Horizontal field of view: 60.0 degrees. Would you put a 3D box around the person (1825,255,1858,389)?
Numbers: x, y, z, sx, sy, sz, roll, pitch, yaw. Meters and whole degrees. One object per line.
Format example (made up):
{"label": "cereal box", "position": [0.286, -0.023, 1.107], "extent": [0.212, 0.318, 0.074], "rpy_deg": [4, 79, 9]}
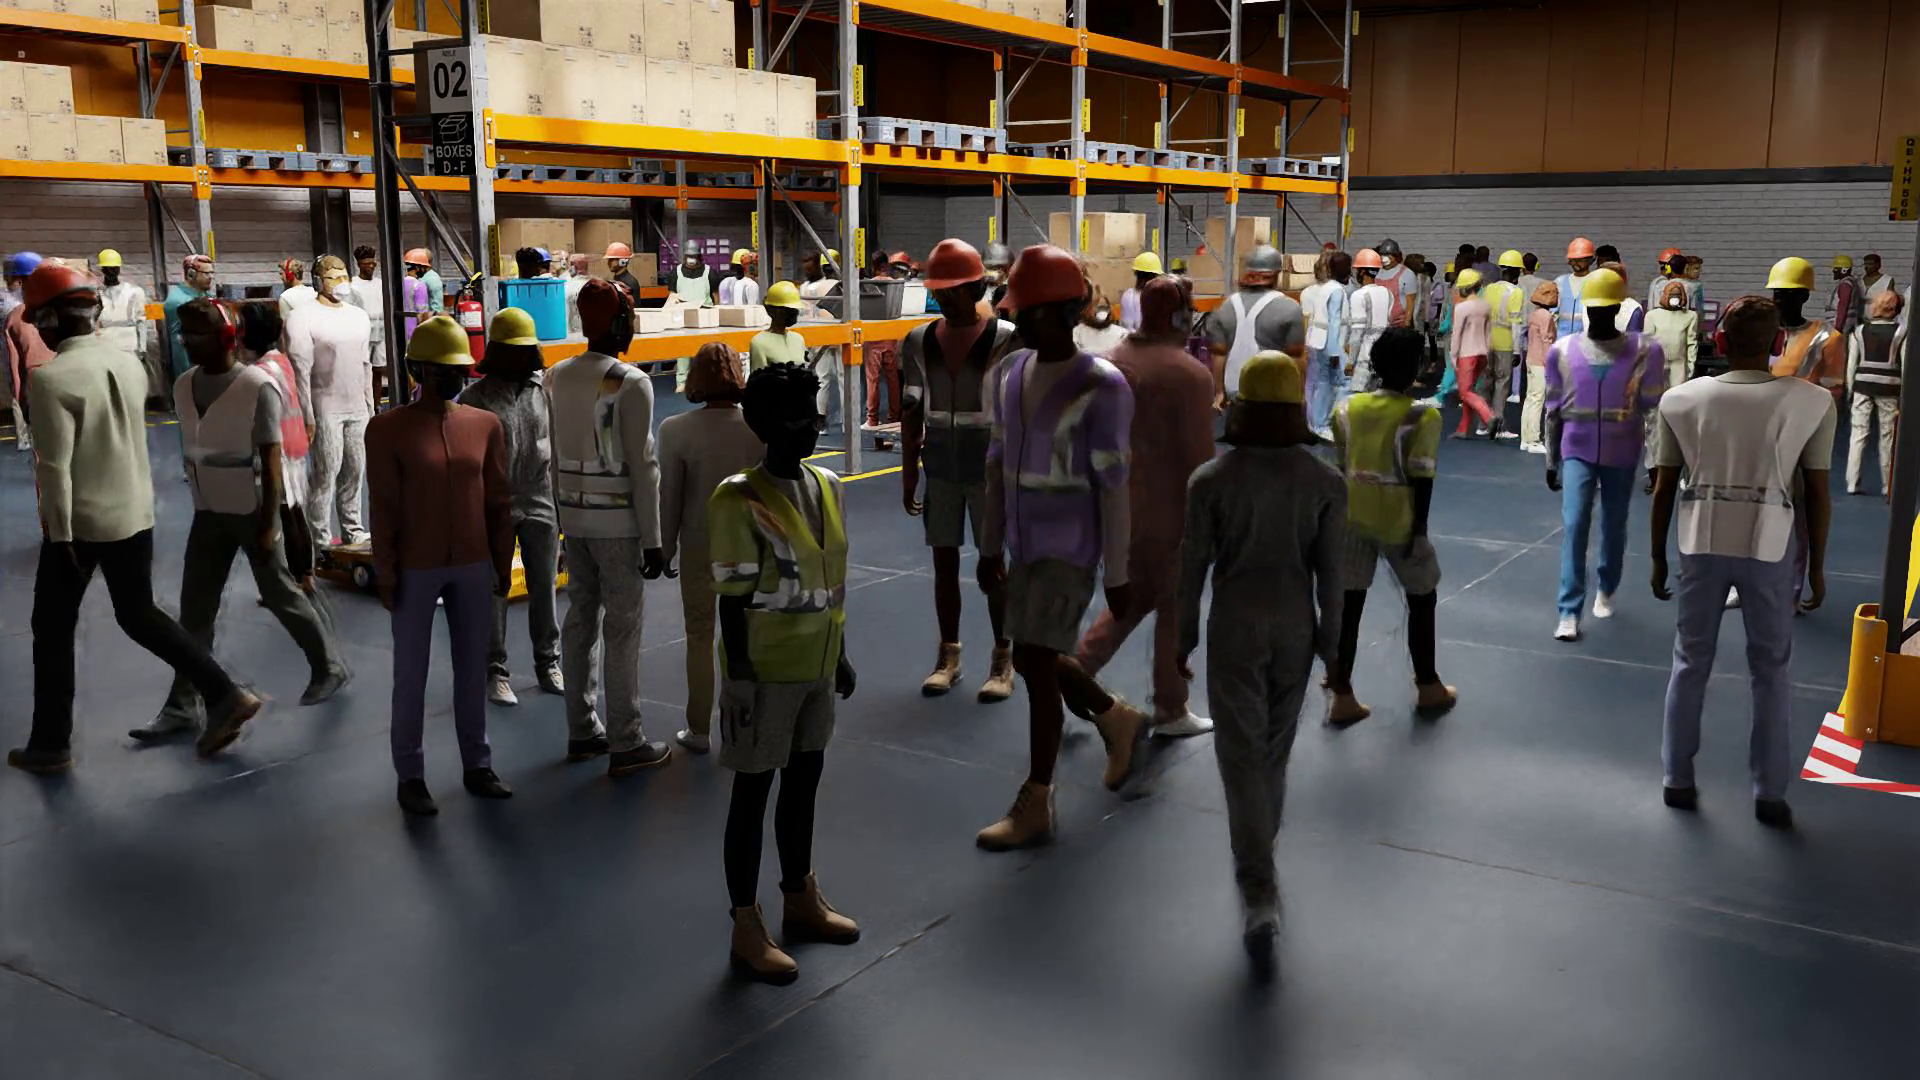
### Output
{"label": "person", "position": [12.020, -2.973, 22.715], "extent": [0.403, 1.825, 0.591], "rpy_deg": [6, 12, 30]}

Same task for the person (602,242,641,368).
{"label": "person", "position": [-3.669, -2.223, 18.071], "extent": [0.381, 1.994, 0.622], "rpy_deg": [-7, 13, -36]}

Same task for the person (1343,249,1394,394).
{"label": "person", "position": [3.739, -1.701, 15.369], "extent": [0.542, 1.927, 0.379], "rpy_deg": [-9, 13, -40]}

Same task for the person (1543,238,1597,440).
{"label": "person", "position": [6.172, -1.990, 16.655], "extent": [0.616, 2.039, 0.386], "rpy_deg": [9, 14, 41]}

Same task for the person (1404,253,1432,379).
{"label": "person", "position": [6.550, -3.247, 24.222], "extent": [0.631, 1.849, 0.474], "rpy_deg": [5, 11, 25]}

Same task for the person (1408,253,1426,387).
{"label": "person", "position": [6.254, -3.048, 23.065], "extent": [0.328, 1.842, 0.514], "rpy_deg": [3, 11, 14]}

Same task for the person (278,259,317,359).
{"label": "person", "position": [-6.500, -1.851, 16.463], "extent": [0.394, 1.836, 0.560], "rpy_deg": [3, 11, 14]}

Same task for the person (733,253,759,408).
{"label": "person", "position": [-2.321, -2.240, 18.479], "extent": [0.354, 1.883, 0.573], "rpy_deg": [-6, 12, -29]}

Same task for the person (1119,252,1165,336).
{"label": "person", "position": [1.627, -1.614, 14.925], "extent": [0.403, 1.918, 0.593], "rpy_deg": [6, 12, 30]}

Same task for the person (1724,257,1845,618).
{"label": "person", "position": [4.403, -0.544, 8.952], "extent": [0.359, 1.930, 0.590], "rpy_deg": [-7, 13, -35]}

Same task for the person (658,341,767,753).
{"label": "person", "position": [-0.946, 0.030, 6.614], "extent": [0.501, 1.627, 0.283], "rpy_deg": [-3, 11, -17]}

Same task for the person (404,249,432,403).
{"label": "person", "position": [-6.140, -2.319, 18.825], "extent": [0.550, 1.923, 0.390], "rpy_deg": [9, 13, 39]}

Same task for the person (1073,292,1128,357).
{"label": "person", "position": [1.099, -1.188, 13.377], "extent": [0.501, 1.620, 0.433], "rpy_deg": [0, 10, -2]}

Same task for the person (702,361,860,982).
{"label": "person", "position": [-0.484, 0.351, 4.640], "extent": [0.319, 1.697, 0.532], "rpy_deg": [6, 12, 32]}

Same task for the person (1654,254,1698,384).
{"label": "person", "position": [8.131, -2.322, 19.004], "extent": [0.509, 1.863, 0.326], "rpy_deg": [1, 10, 3]}

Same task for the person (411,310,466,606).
{"label": "person", "position": [-2.874, -0.458, 9.278], "extent": [0.310, 1.637, 0.521], "rpy_deg": [-5, 11, -25]}

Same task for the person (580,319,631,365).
{"label": "person", "position": [-3.317, -1.598, 15.607], "extent": [0.522, 1.636, 0.311], "rpy_deg": [-8, 13, -39]}

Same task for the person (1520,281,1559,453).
{"label": "person", "position": [5.554, -1.648, 15.887], "extent": [0.279, 1.634, 0.497], "rpy_deg": [1, 10, 4]}

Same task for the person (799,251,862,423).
{"label": "person", "position": [-1.450, -2.206, 18.262], "extent": [0.776, 1.897, 0.531], "rpy_deg": [8, 13, 38]}

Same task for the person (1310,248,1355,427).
{"label": "person", "position": [3.941, -2.134, 17.736], "extent": [0.356, 1.938, 0.638], "rpy_deg": [-4, 11, -20]}

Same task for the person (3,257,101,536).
{"label": "person", "position": [-5.962, -0.919, 11.095], "extent": [0.643, 1.908, 0.408], "rpy_deg": [1, 10, 3]}

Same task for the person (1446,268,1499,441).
{"label": "person", "position": [5.168, -1.835, 16.631], "extent": [0.538, 1.743, 0.693], "rpy_deg": [-7, 12, -33]}

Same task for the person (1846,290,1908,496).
{"label": "person", "position": [7.295, -1.160, 13.193], "extent": [0.348, 1.640, 0.519], "rpy_deg": [-7, 13, -35]}

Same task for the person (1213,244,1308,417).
{"label": "person", "position": [2.115, -1.115, 11.811], "extent": [0.962, 2.000, 0.685], "rpy_deg": [-10, 14, -43]}

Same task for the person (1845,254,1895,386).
{"label": "person", "position": [12.563, -3.016, 22.927], "extent": [0.399, 1.834, 0.566], "rpy_deg": [-5, 12, -28]}

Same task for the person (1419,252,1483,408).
{"label": "person", "position": [5.991, -2.527, 20.084], "extent": [0.855, 1.877, 0.609], "rpy_deg": [-1, 10, -3]}

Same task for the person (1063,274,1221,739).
{"label": "person", "position": [0.761, -0.114, 6.677], "extent": [0.557, 1.892, 0.657], "rpy_deg": [-7, 12, -33]}

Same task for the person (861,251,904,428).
{"label": "person", "position": [-0.828, -2.106, 17.682], "extent": [0.593, 1.909, 0.409], "rpy_deg": [-7, 12, -33]}

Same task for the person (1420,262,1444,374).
{"label": "person", "position": [7.071, -3.359, 25.199], "extent": [0.318, 1.697, 0.535], "rpy_deg": [-8, 13, -37]}

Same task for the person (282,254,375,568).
{"label": "person", "position": [-3.801, -0.766, 10.159], "extent": [0.372, 1.940, 0.631], "rpy_deg": [4, 11, 23]}

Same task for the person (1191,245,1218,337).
{"label": "person", "position": [3.695, -3.511, 25.361], "extent": [0.545, 1.942, 0.350], "rpy_deg": [-4, 11, -20]}

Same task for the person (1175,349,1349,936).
{"label": "person", "position": [0.904, 0.288, 4.956], "extent": [0.497, 1.709, 0.867], "rpy_deg": [0, 10, -3]}

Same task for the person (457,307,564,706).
{"label": "person", "position": [-1.924, -0.144, 7.275], "extent": [0.485, 1.737, 0.322], "rpy_deg": [-8, 13, -36]}
